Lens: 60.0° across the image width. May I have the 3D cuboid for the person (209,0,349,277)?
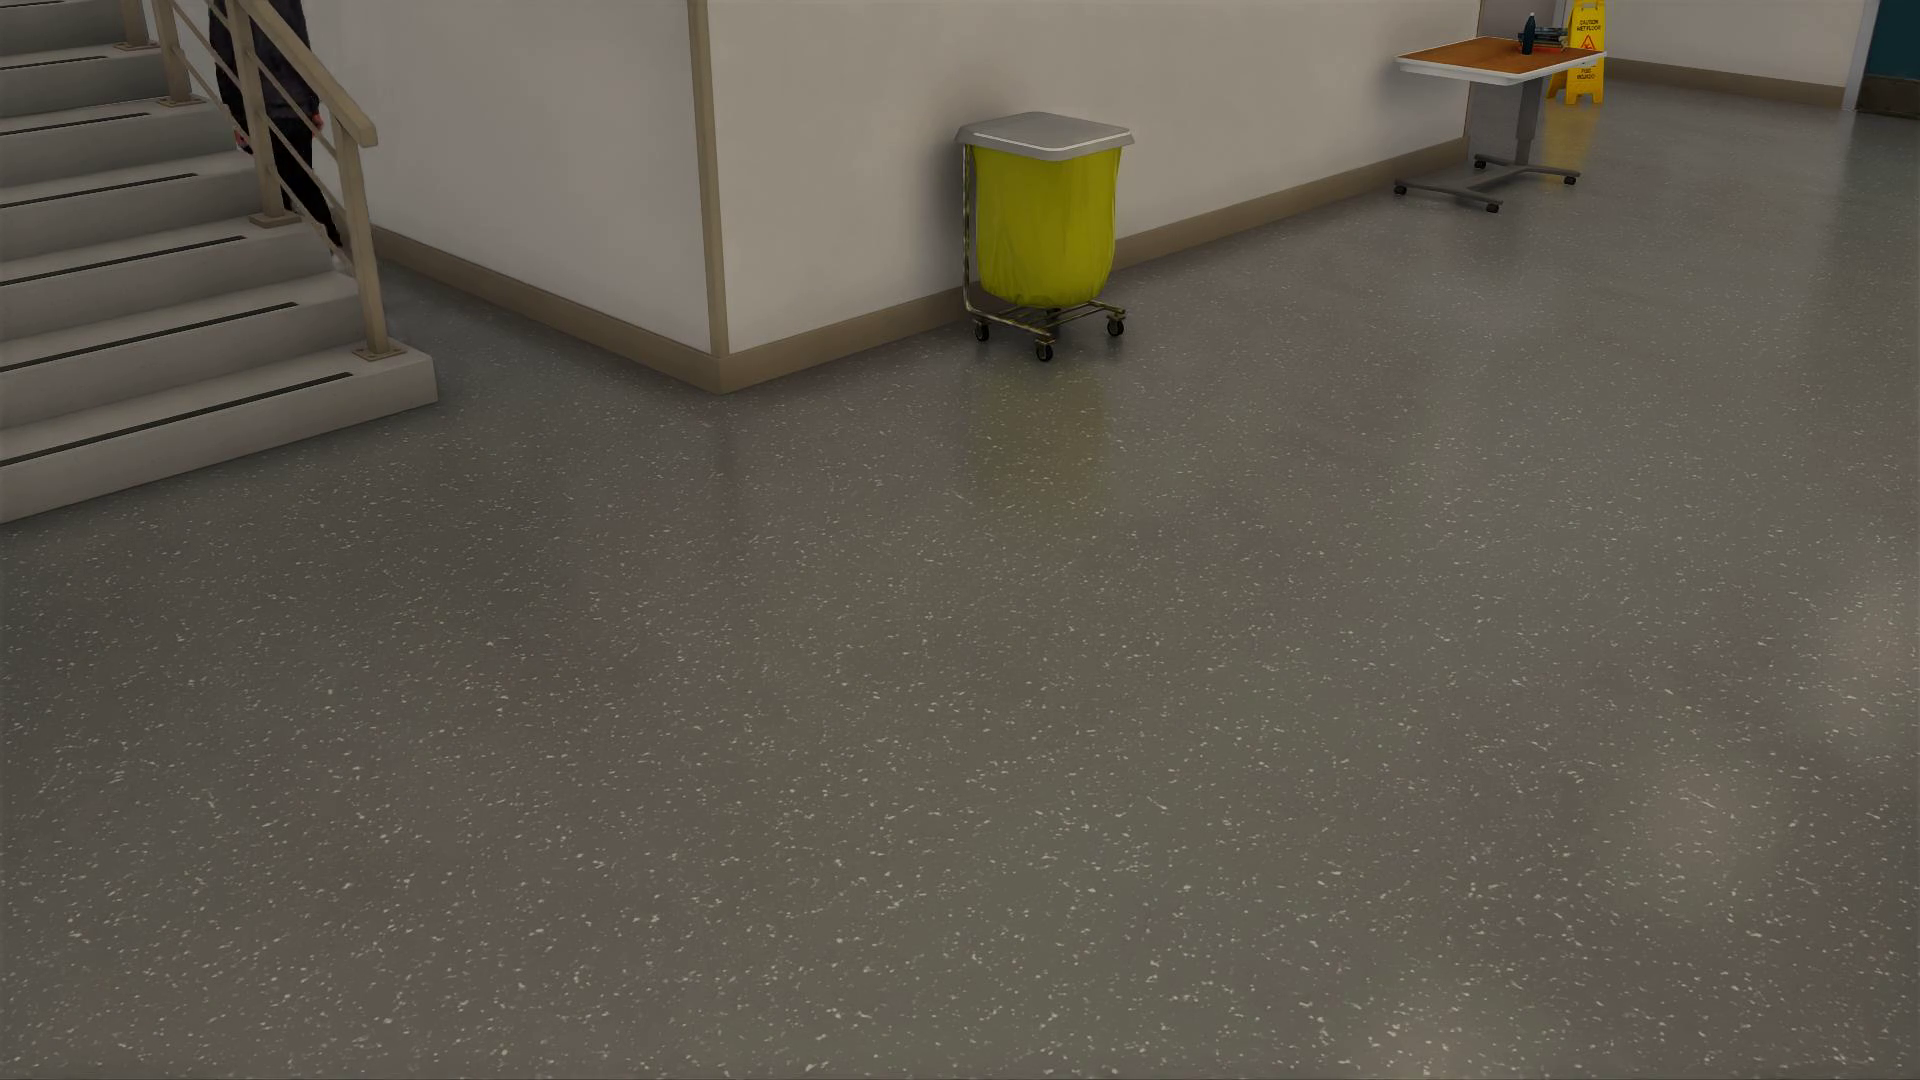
[{"bbox_3d":[-3.210,-2.007,7.880,0.779,1.754,0.672,20,32,35],"label":"person"}]
